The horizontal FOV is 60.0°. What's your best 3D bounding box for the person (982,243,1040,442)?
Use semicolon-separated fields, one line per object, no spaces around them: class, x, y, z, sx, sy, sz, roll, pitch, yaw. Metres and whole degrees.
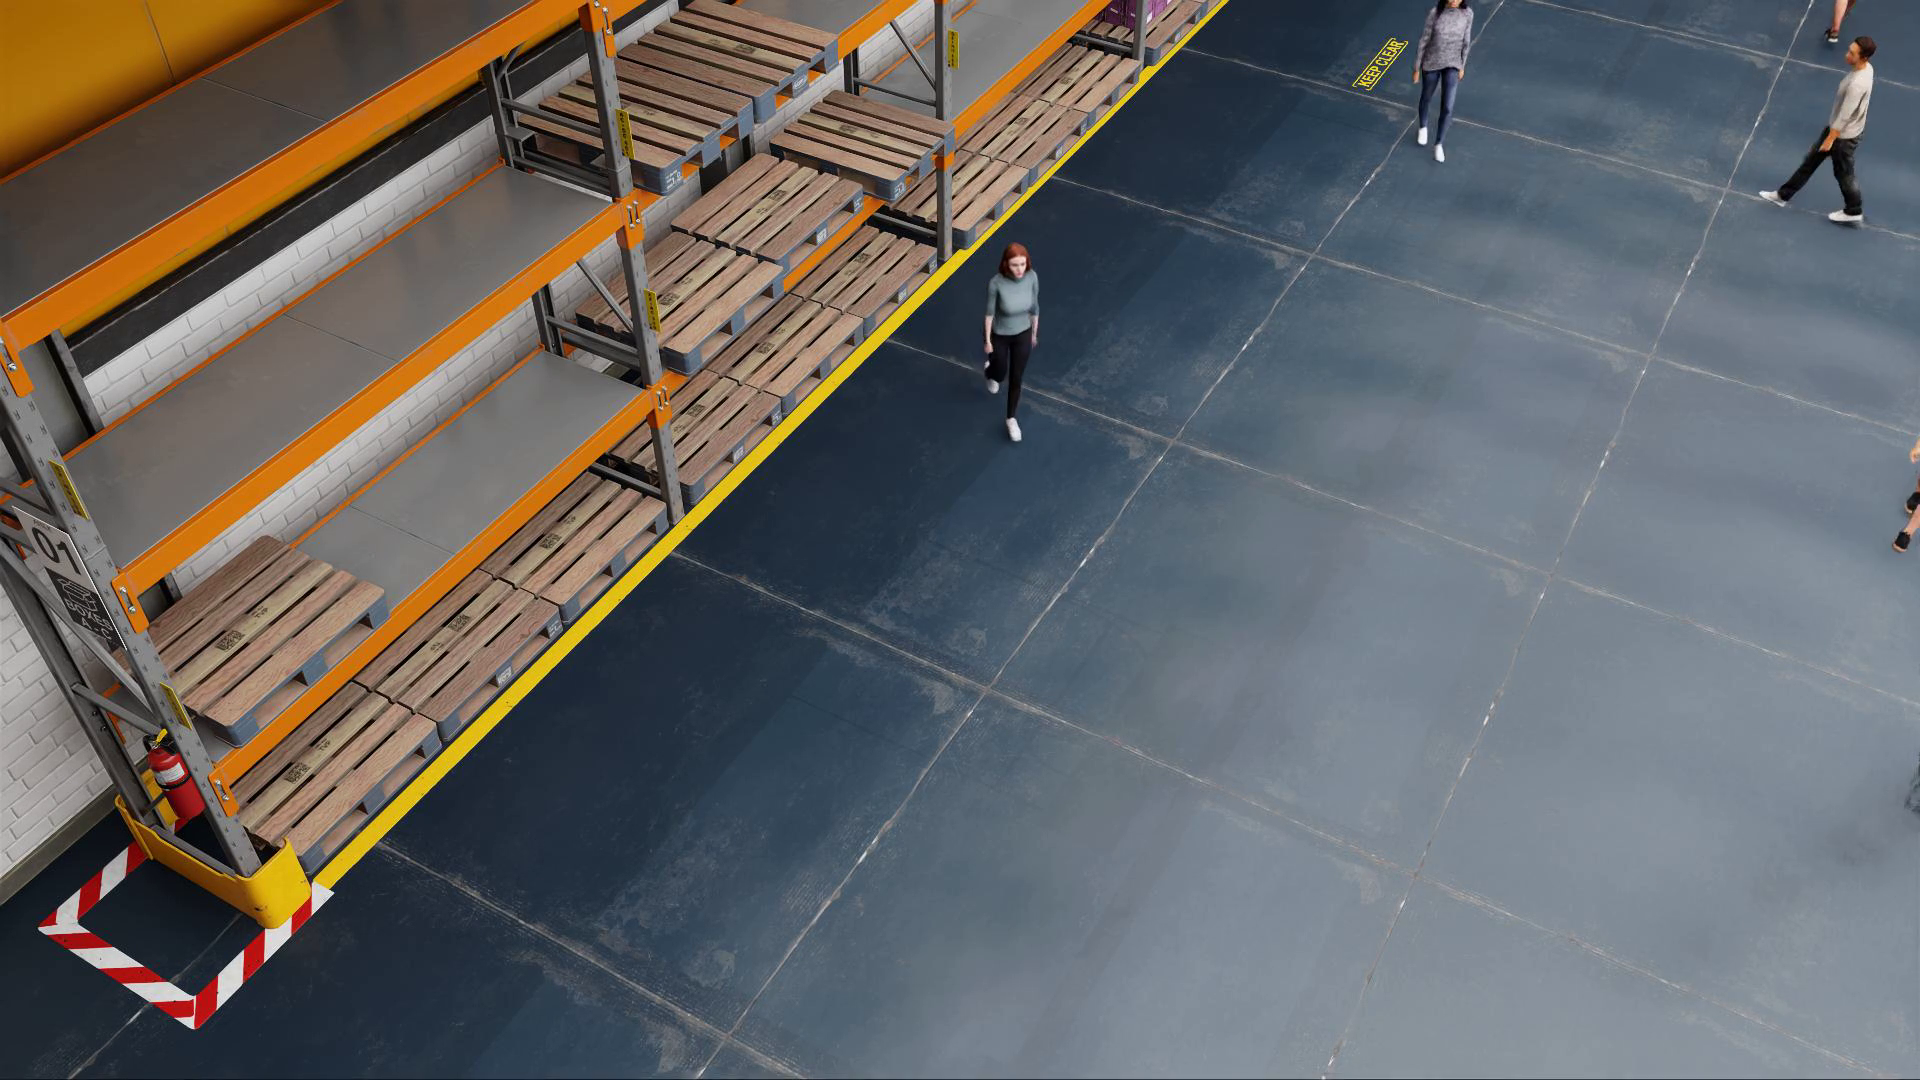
person;0.359;-1.584;12.715;0.945;1.732;0.991;-13;45;-14

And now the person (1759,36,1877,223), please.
person;7.989;-3.621;14.828;0.913;1.768;1.155;16;46;16

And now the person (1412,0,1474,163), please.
person;4.585;-4.570;15.865;0.851;1.712;0.998;6;44;6
